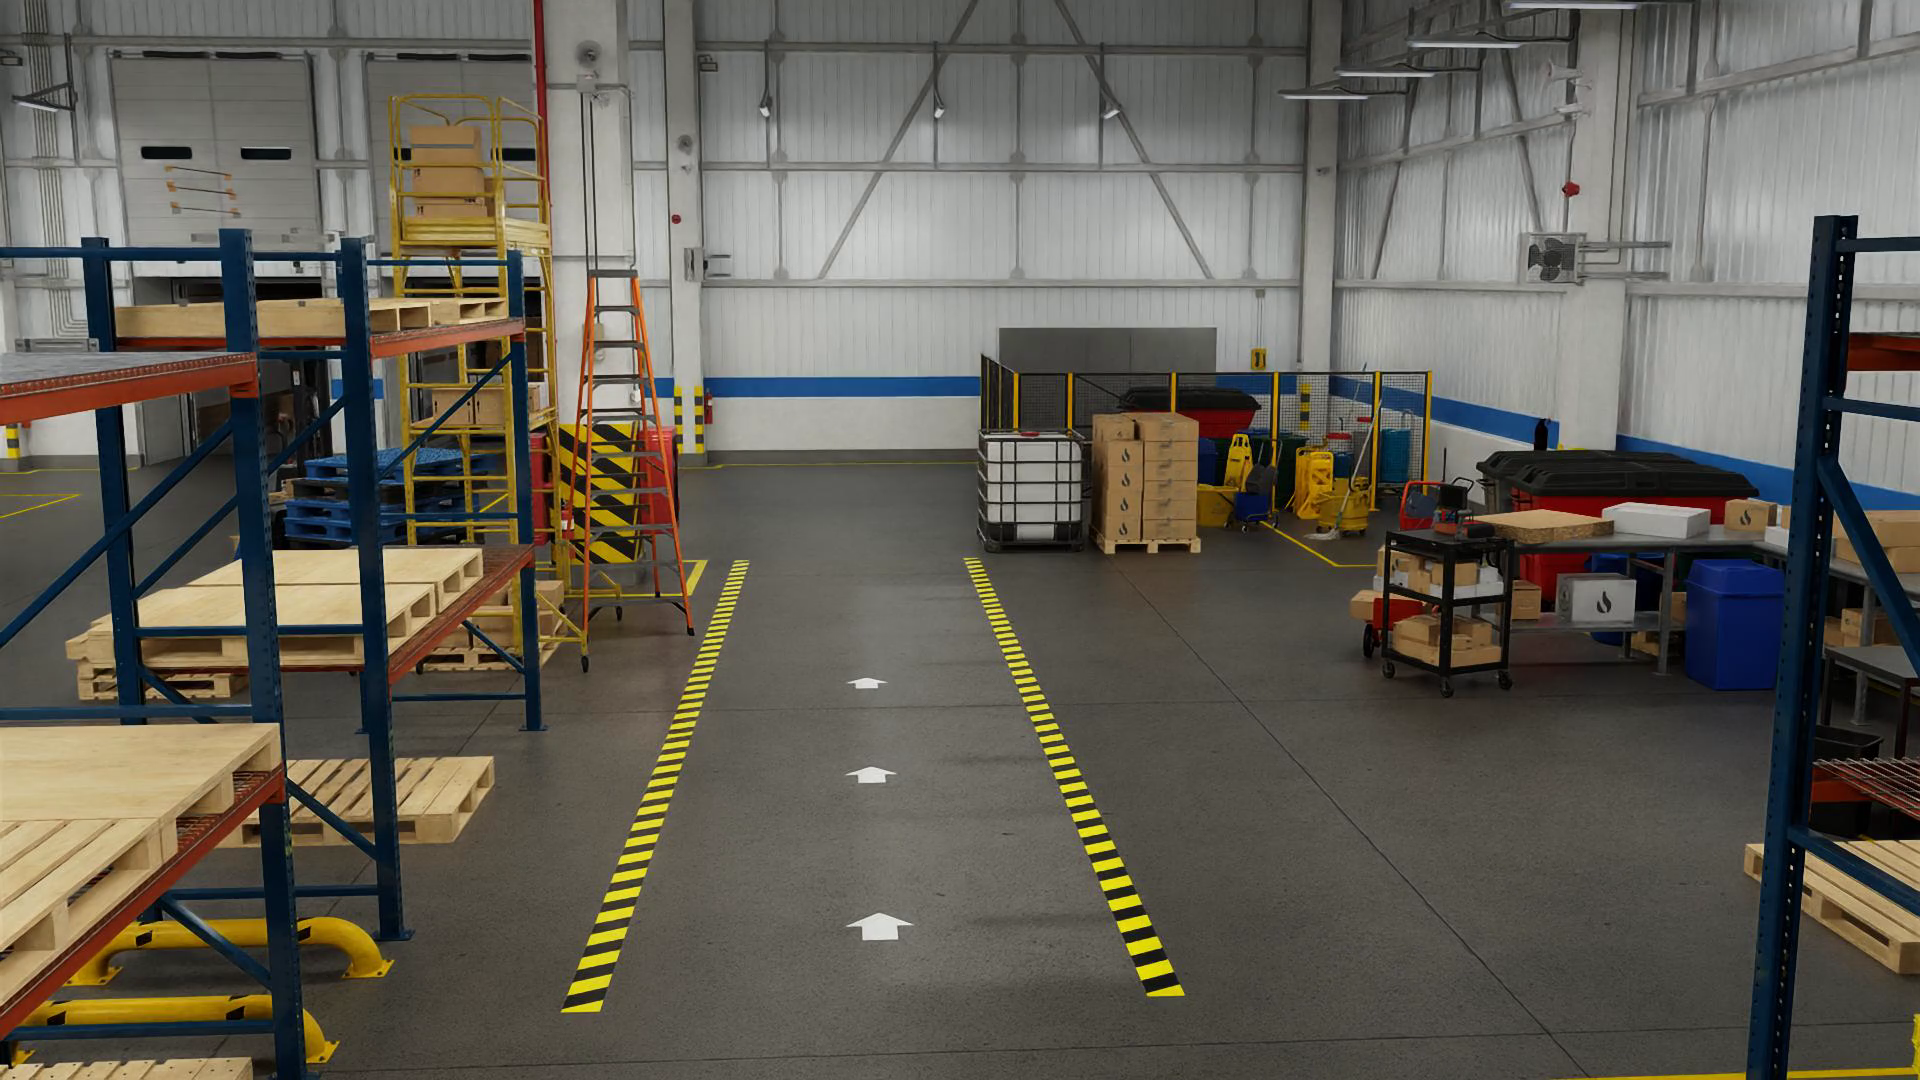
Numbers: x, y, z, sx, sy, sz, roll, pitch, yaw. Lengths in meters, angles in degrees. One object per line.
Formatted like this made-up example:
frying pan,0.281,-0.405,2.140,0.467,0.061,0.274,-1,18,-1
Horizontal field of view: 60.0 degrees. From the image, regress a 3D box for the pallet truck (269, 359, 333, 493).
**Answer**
pallet truck,-7.062,-1.131,18.996,1.885,1.965,0.823,2,9,13
